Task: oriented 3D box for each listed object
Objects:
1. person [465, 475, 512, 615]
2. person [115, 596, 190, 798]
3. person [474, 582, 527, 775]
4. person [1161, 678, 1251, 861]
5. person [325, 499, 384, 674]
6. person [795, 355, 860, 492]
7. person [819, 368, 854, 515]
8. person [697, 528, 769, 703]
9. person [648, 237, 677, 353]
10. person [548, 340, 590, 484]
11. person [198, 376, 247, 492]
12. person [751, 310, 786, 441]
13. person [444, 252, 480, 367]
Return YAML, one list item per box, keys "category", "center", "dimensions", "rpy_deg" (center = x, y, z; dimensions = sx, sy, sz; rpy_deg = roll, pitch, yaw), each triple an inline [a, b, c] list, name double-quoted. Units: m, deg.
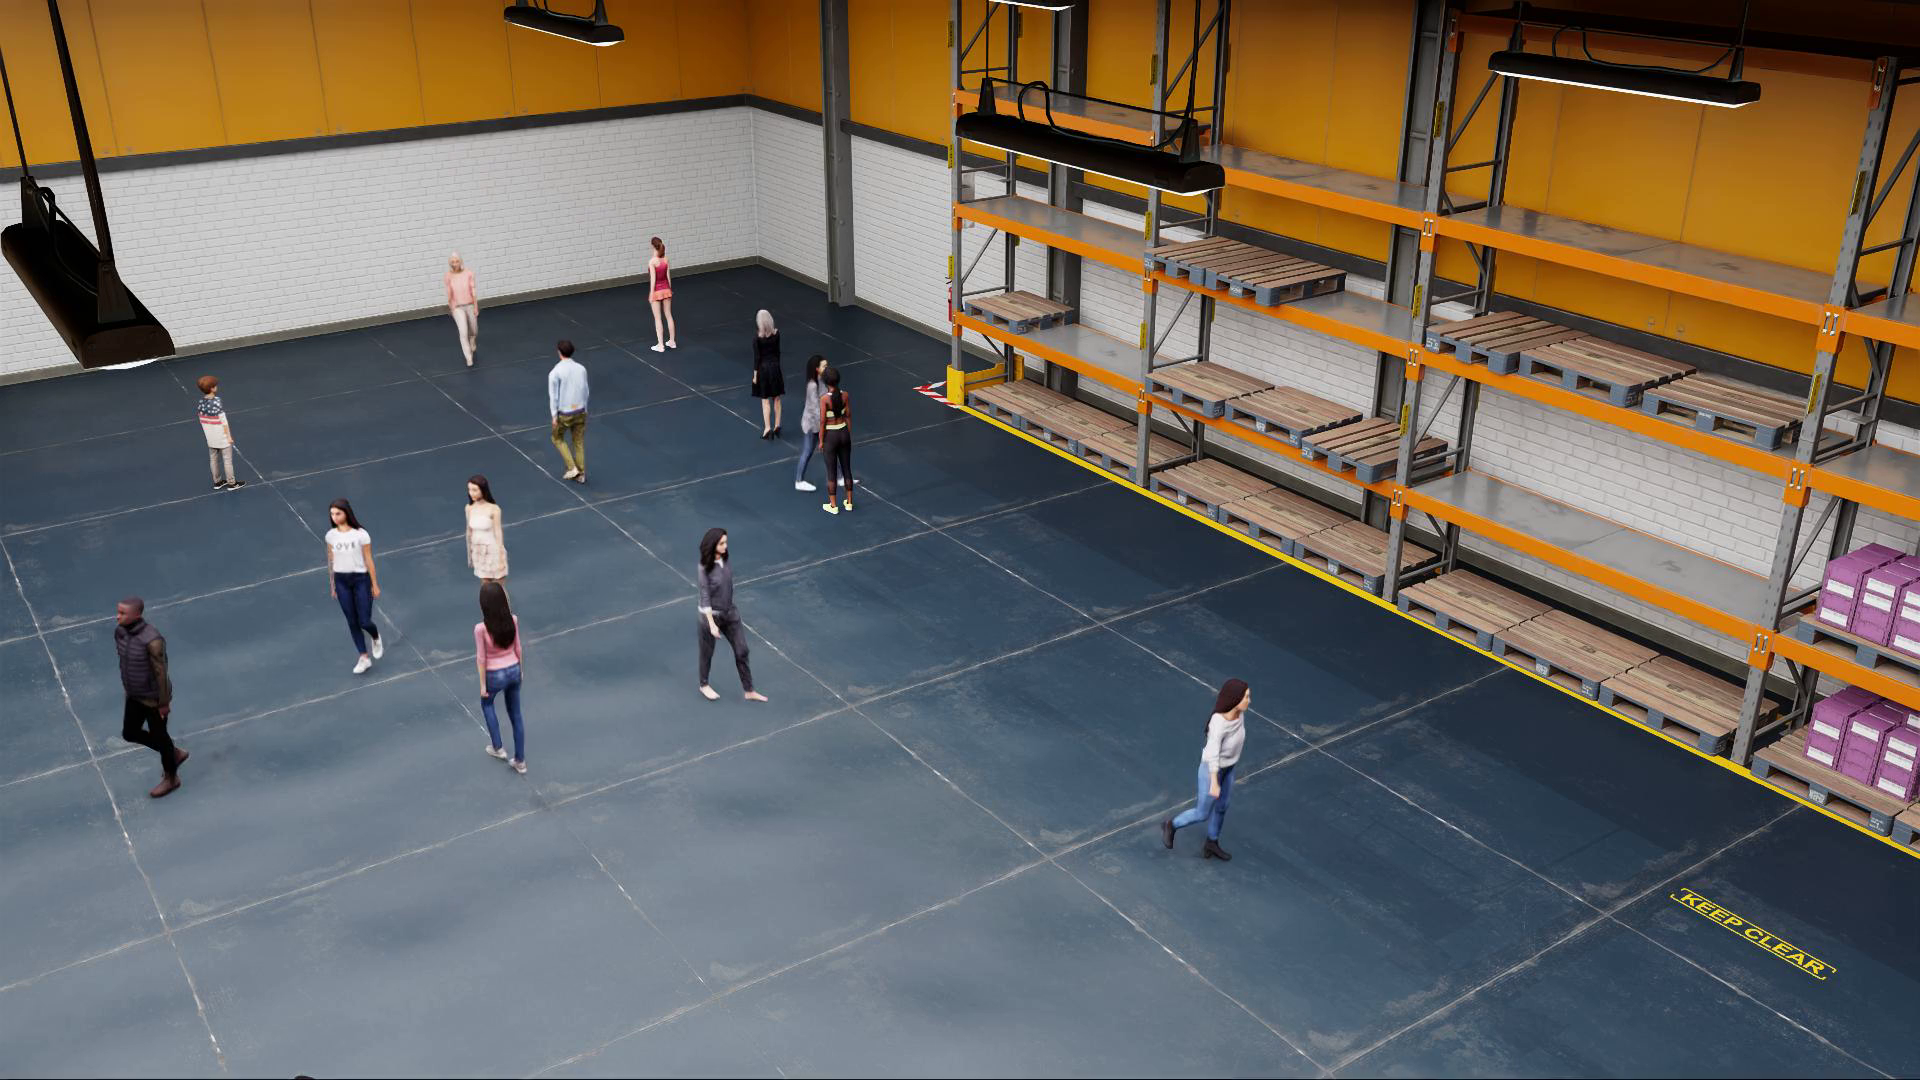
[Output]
- category: "person"
  center: [-4.651, 0.166, 16.485]
  dimensions: [0.623, 1.734, 0.716]
  rpy_deg: [9, 25, 20]
- category: "person"
  center: [-6.697, 1.260, 13.868]
  dimensions: [0.826, 1.826, 0.929]
  rpy_deg: [12, 27, 26]
- category: "person"
  center: [-3.856, 1.200, 14.130]
  dimensions: [0.629, 1.726, 0.771]
  rpy_deg: [-18, 29, -35]
- category: "person"
  center: [1.936, 1.786, 12.933]
  dimensions: [0.925, 1.609, 0.775]
  rpy_deg: [18, 29, 35]
- category: "person"
  center: [-5.749, 0.411, 15.887]
  dimensions: [0.782, 1.764, 0.844]
  rpy_deg: [2, 24, 4]
- category: "person"
  center: [-1.824, -1.387, 20.083]
  dimensions: [1.079, 1.697, 1.008]
  rpy_deg: [5, 24, 11]
- category: "person"
  center: [-1.445, -1.166, 19.505]
  dimensions: [0.580, 1.755, 0.535]
  rpy_deg: [-12, 26, -26]
- category: "person"
  center: [-2.311, 0.688, 15.289]
  dimensions: [1.053, 1.736, 0.821]
  rpy_deg: [17, 29, 33]
- category: "person"
  center: [-4.597, -3.779, 25.487]
  dimensions: [0.608, 1.752, 0.619]
  rpy_deg: [19, 30, 37]
- category: "person"
  center: [-4.715, -1.532, 20.285]
  dimensions: [0.731, 1.802, 0.675]
  rpy_deg: [-21, 31, -39]
- category: "person"
  center: [-9.039, -1.310, 20.229]
  dimensions: [0.575, 1.439, 0.656]
  rpy_deg: [8, 25, 17]
- category: "person"
  center: [-2.526, -2.178, 21.829]
  dimensions: [0.622, 1.748, 0.598]
  rpy_deg: [-20, 31, -38]
- category: "person"
  center: [-7.430, -3.504, 24.919]
  dimensions: [0.741, 1.702, 1.013]
  rpy_deg: [-8, 25, -18]
